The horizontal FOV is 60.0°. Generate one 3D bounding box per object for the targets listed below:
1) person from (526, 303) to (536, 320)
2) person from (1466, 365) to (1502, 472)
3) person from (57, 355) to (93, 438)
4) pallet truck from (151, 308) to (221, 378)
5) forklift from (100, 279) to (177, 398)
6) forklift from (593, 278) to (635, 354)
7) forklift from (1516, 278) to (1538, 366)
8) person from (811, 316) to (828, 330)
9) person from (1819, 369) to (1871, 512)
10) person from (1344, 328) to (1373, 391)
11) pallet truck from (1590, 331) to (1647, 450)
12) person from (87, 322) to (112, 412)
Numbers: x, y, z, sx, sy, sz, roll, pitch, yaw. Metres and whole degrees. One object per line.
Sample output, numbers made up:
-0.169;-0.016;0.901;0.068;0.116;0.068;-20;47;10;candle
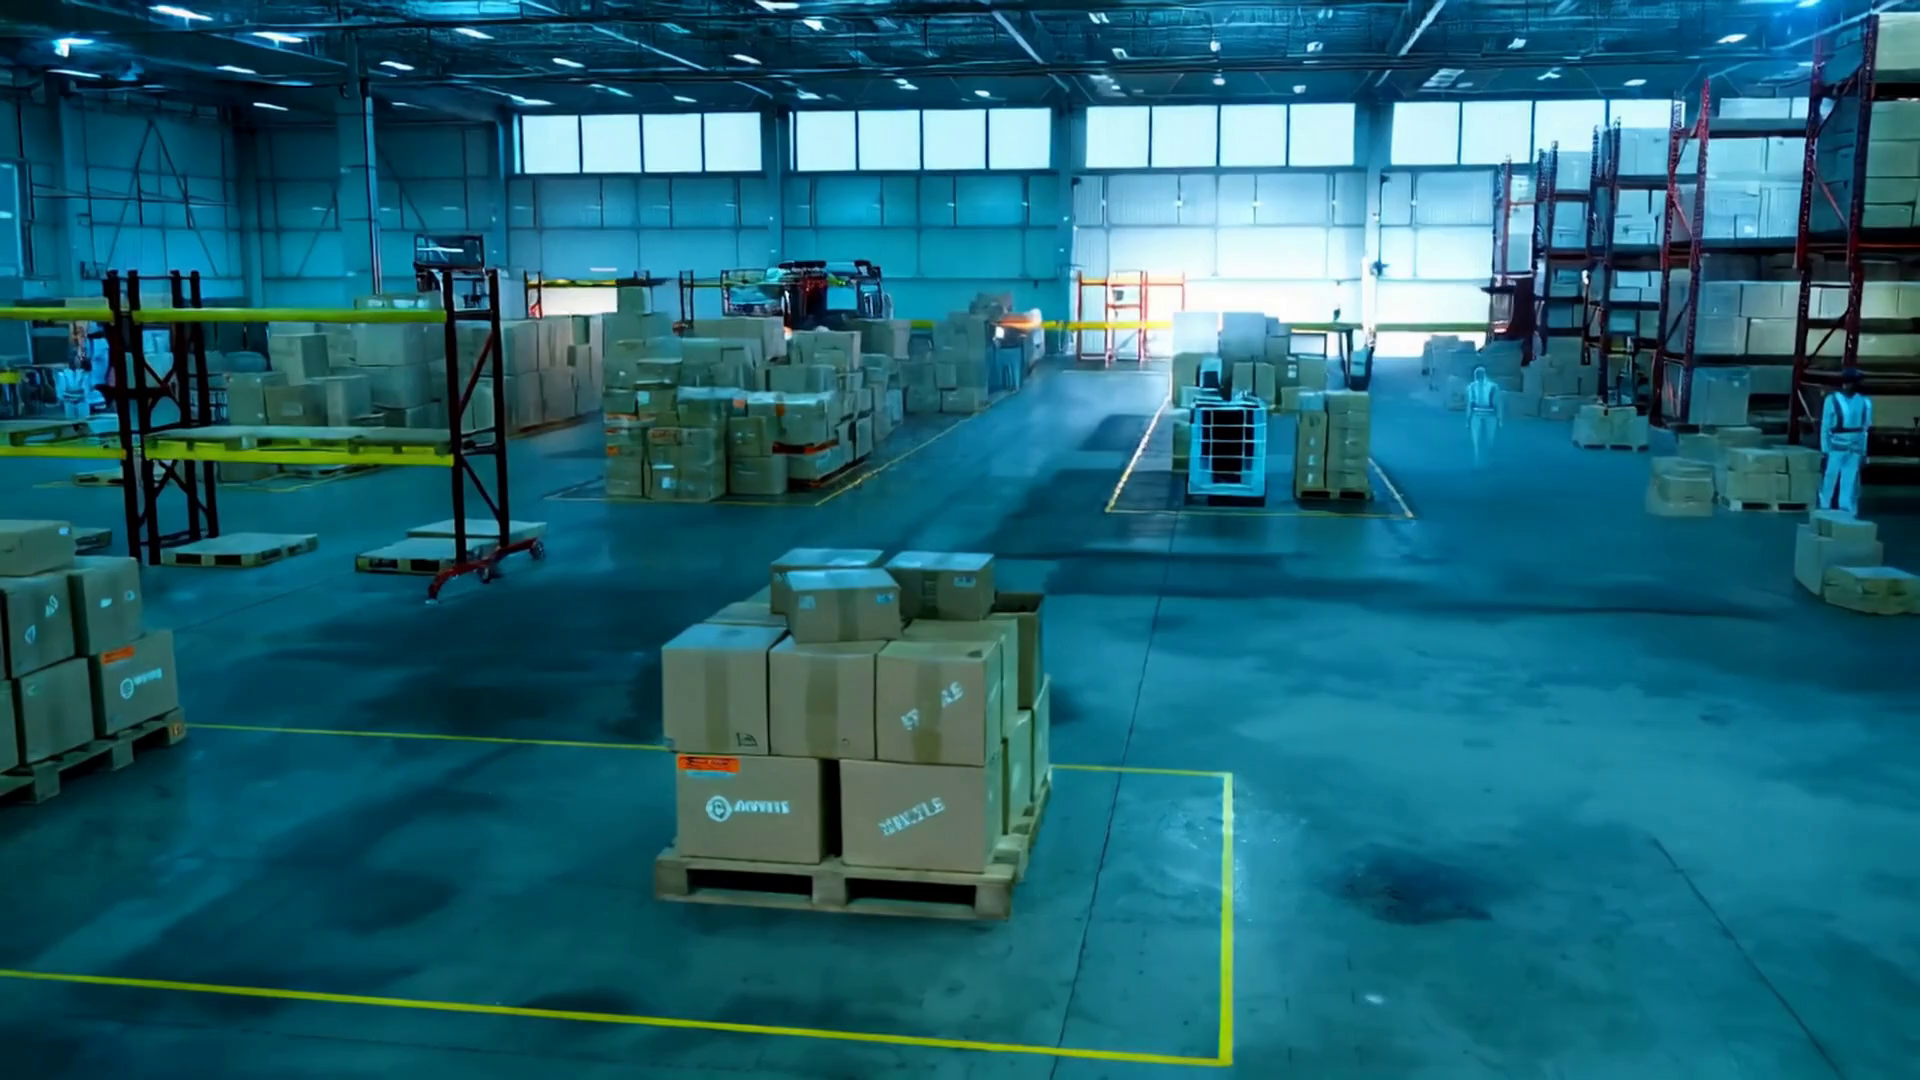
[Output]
-14.428;-6.999;55.985;0.379;1.937;0.629;-1;9;-9;person
7.911;-1.830;25.075;0.536;1.614;0.504;5;10;28;person
-14.754;-2.264;27.737;0.538;1.640;0.347;-3;10;-19;person
-21.869;-5.598;47.154;0.823;1.965;1.885;4;10;26;pallet truck
-19.606;-4.720;39.027;1.873;2.768;1.129;1;9;9;forklift
-9.092;-5.749;45.369;1.873;2.768;1.129;0;9;2;forklift
15.010;-5.575;44.298;1.873;2.768;1.129;1;9;9;forklift
-3.491;-4.547;40.909;0.658;1.916;0.669;-7;12;-38;person
10.368;-1.056;19.490;0.579;1.882;0.342;-1;9;-7;person
7.802;-3.192;32.599;0.385;1.911;0.592;-8;12;-42;person
11.253;-2.573;28.499;0.823;1.965;1.885;5;10;27;pallet truck
-18.182;-3.617;35.115;0.545;1.941;0.351;7;11;36;person
